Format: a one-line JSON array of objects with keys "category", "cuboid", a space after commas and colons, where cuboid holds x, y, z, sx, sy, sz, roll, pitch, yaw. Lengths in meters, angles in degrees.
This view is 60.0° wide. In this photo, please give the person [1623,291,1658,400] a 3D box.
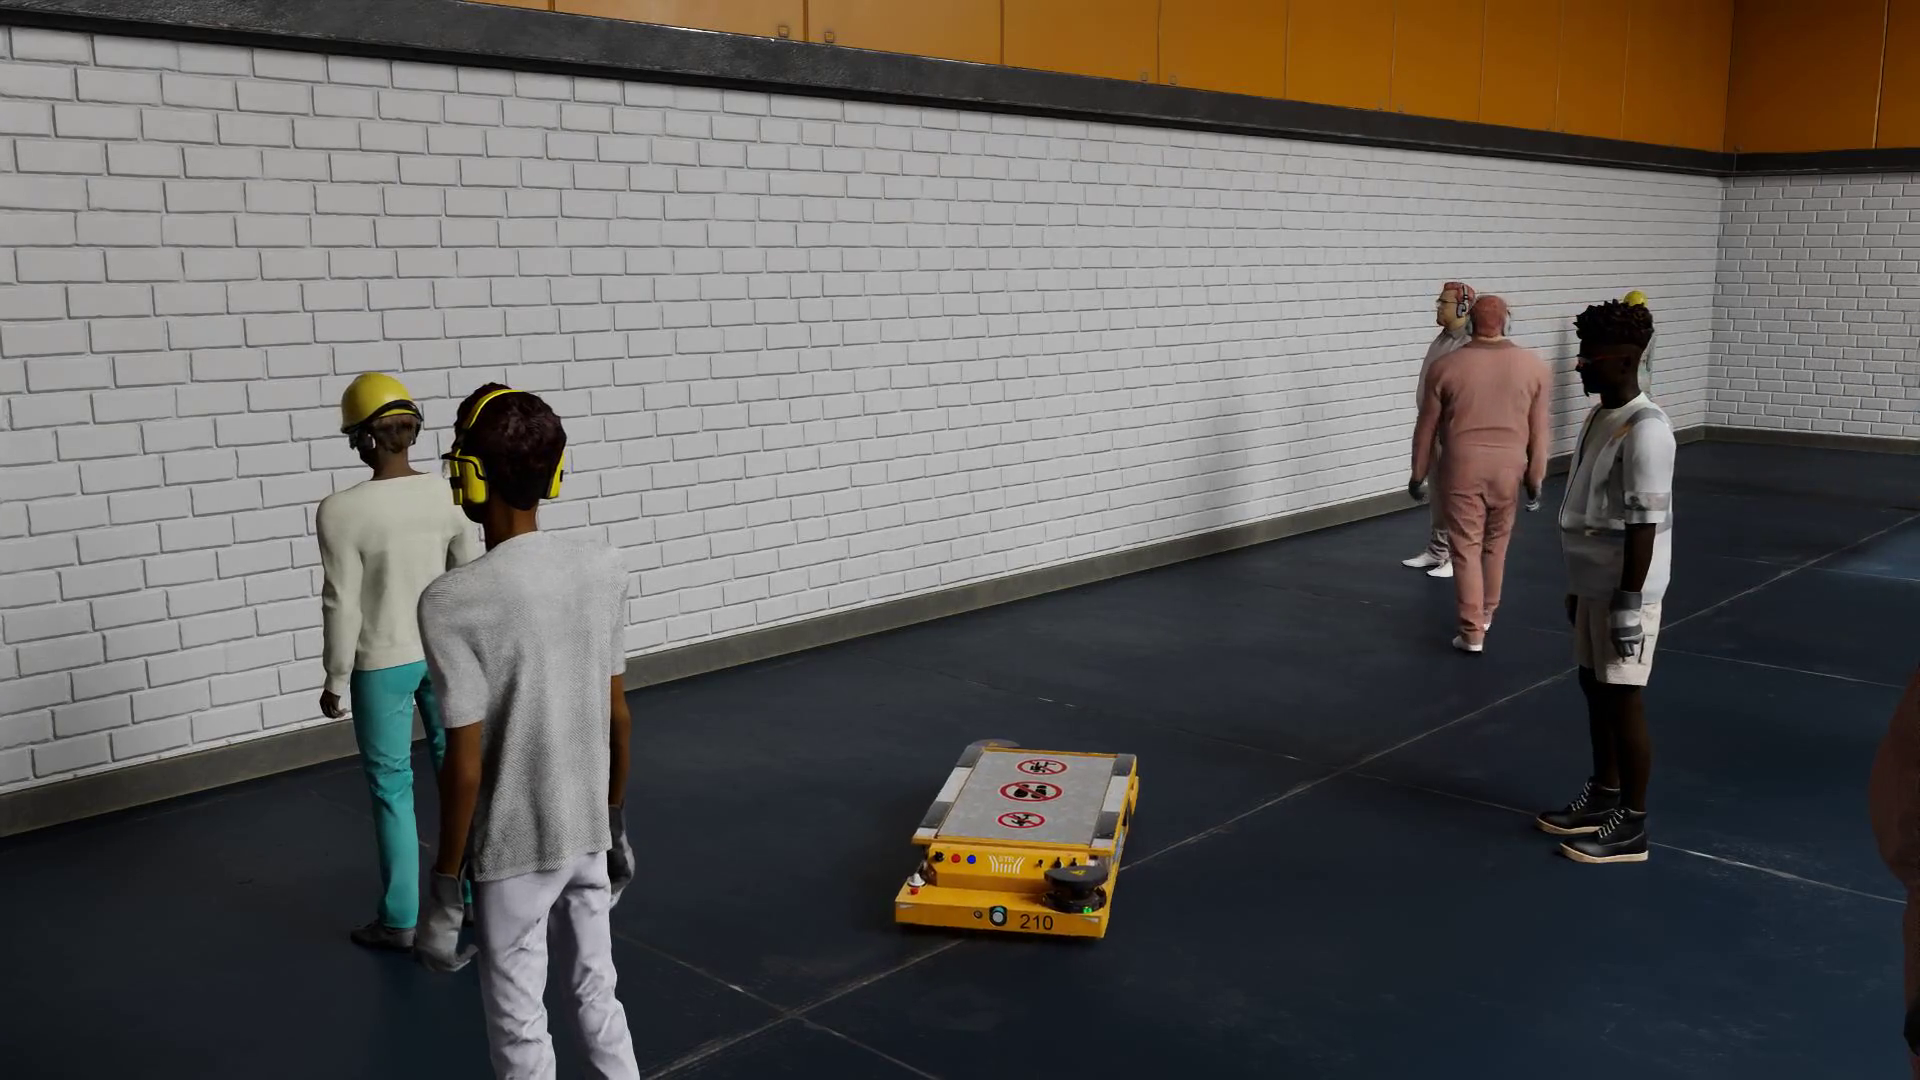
[{"category": "person", "cuboid": [6.086, -1.384, 15.106, 0.483, 1.745, 0.299, -6, 11, -30]}]

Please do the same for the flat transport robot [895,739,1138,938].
[{"category": "flat transport robot", "cuboid": [0.243, 0.990, 5.778, 0.652, 0.197, 1.431, 2, 10, 10]}]

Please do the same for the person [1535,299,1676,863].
[{"category": "person", "cuboid": [2.273, 0.145, 5.809, 0.375, 1.958, 0.598, 1, 10, 7]}]

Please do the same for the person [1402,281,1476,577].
[{"category": "person", "cuboid": [3.171, -0.718, 10.838, 0.411, 1.913, 0.643, -1, 10, -8]}]

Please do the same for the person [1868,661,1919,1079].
[{"category": "person", "cuboid": [1.819, 0.670, 2.944, 0.409, 1.909, 0.651, 9, 14, 42]}]

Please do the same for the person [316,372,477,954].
[{"category": "person", "cuboid": [-1.703, 0.372, 5.066, 0.326, 1.761, 0.523, 8, 13, 39]}]

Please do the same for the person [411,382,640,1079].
[{"category": "person", "cuboid": [-0.853, 0.627, 3.293, 0.329, 1.874, 0.518, 7, 12, 34]}]

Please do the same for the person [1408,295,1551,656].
[{"category": "person", "cuboid": [2.751, -0.365, 8.922, 0.669, 1.869, 0.883, 1, 10, 3]}]
